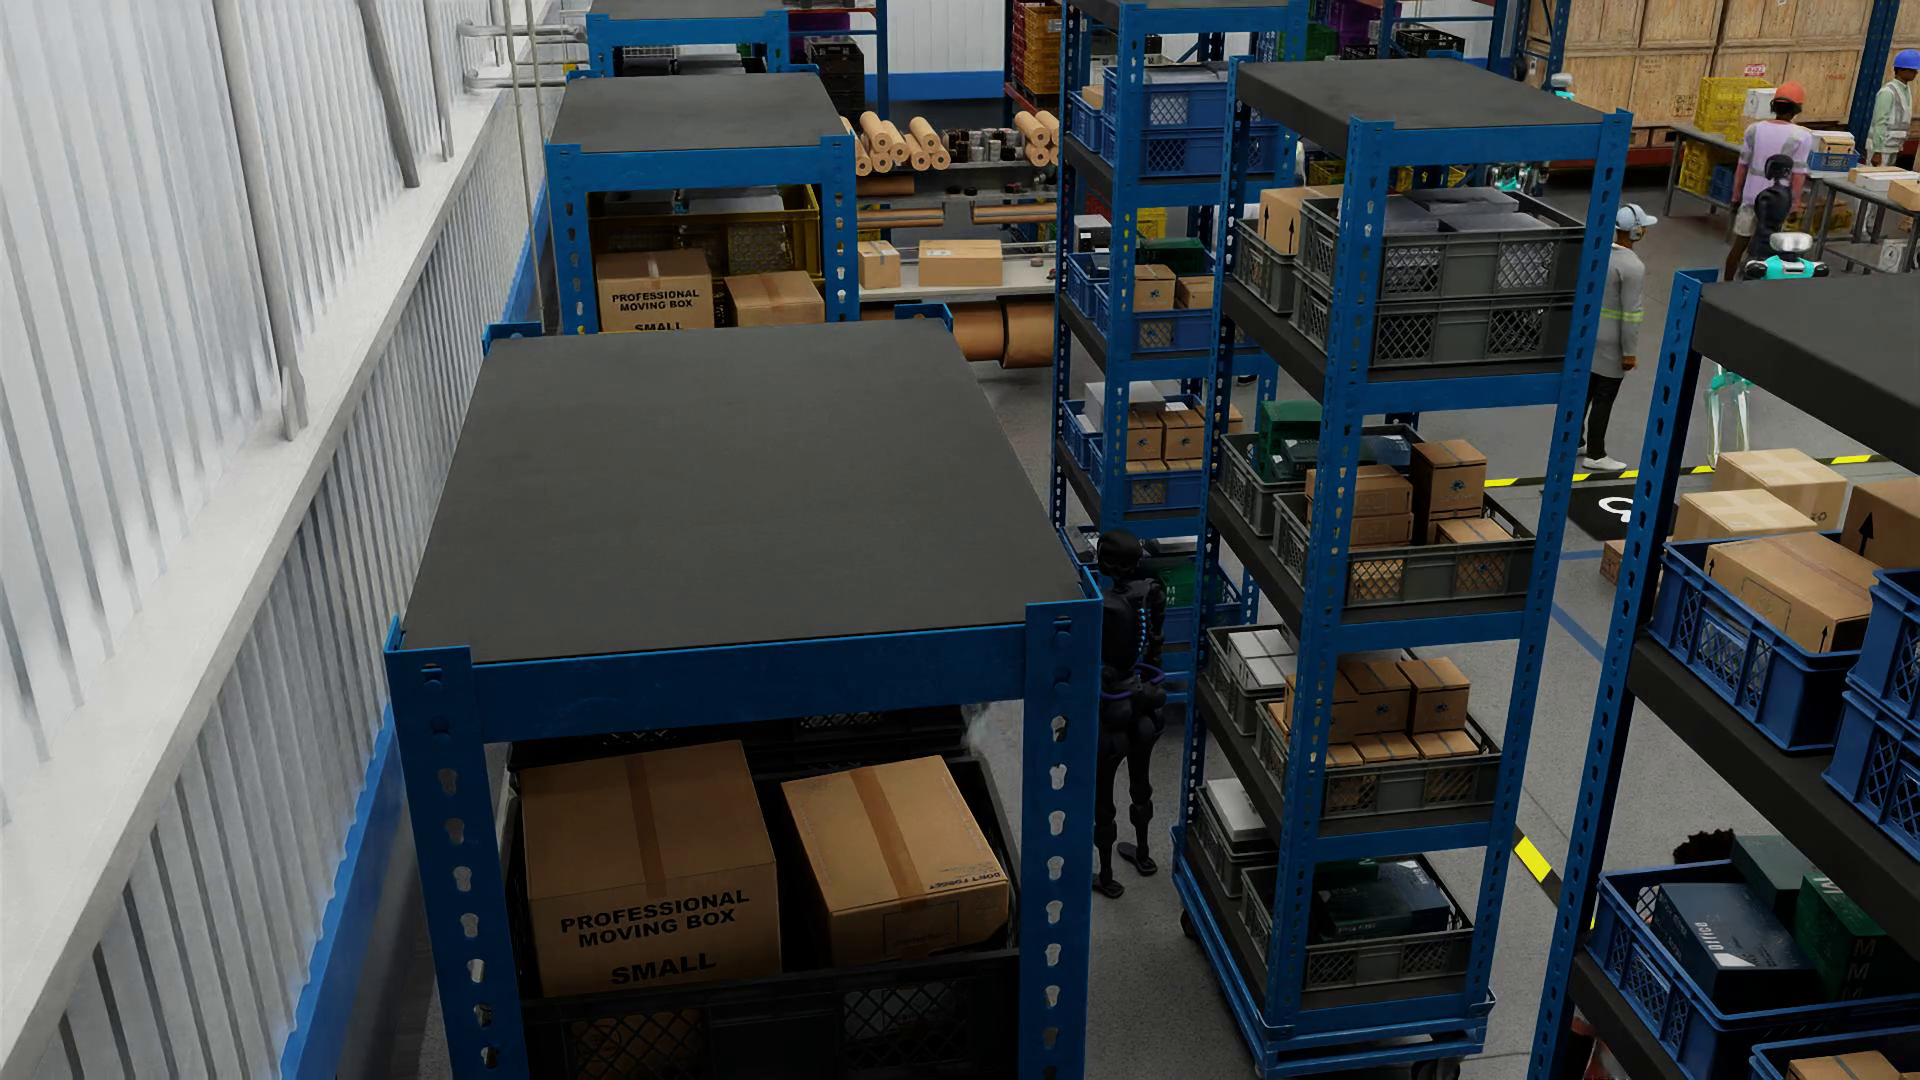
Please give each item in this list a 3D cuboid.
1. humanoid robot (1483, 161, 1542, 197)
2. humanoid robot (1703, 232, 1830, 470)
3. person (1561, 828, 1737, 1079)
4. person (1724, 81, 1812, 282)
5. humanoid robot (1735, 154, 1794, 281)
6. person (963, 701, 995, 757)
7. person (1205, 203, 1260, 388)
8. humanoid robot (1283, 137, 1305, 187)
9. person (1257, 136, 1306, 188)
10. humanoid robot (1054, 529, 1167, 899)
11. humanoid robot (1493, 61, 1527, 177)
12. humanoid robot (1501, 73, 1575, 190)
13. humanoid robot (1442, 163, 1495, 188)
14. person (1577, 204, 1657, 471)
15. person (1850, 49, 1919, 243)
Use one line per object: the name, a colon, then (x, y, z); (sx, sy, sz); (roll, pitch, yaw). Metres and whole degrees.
humanoid robot: (5.179, -3.275, 15.755); (0.552, 1.845, 0.811); (10, 26, 20)
humanoid robot: (5.346, -1.311, 11.229); (0.533, 1.677, 0.735); (1, 25, 1)
person: (1.976, 1.646, 4.690); (0.607, 1.964, 0.368); (9, 26, 19)
person: (7.200, -3.051, 14.832); (0.436, 2.031, 0.614); (-15, 29, -30)
humanoid robot: (6.651, -2.335, 13.693); (0.373, 1.635, 0.603); (23, 33, 40)
person: (-0.017, 0.431, 7.429); (0.711, 1.899, 0.797); (12, 27, 25)
person: (2.152, -2.094, 12.984); (0.606, 1.830, 0.403); (10, 27, 21)
humanoid robot: (2.714, -2.658, 14.385); (0.608, 1.655, 0.338); (19, 31, 36)
person: (2.764, -2.943, 14.825); (0.636, 1.837, 0.430); (12, 27, 24)
humanoid robot: (0.655, 0.725, 7.018); (0.599, 1.657, 0.315); (-19, 31, -36)
humanoid robot: (6.065, -4.455, 18.343); (0.602, 1.618, 0.783); (-4, 25, -8)
humanoid robot: (5.722, -3.859, 16.821); (0.751, 1.697, 0.530); (5, 25, 12)
humanoid robot: (5.124, -3.773, 16.800); (0.599, 1.655, 0.315); (3, 25, 6)
person: (4.480, -1.390, 11.425); (0.368, 1.852, 0.592); (-5, 25, -10)
person: (9.497, -4.035, 17.061); (0.386, 1.947, 0.612); (22, 33, 39)
